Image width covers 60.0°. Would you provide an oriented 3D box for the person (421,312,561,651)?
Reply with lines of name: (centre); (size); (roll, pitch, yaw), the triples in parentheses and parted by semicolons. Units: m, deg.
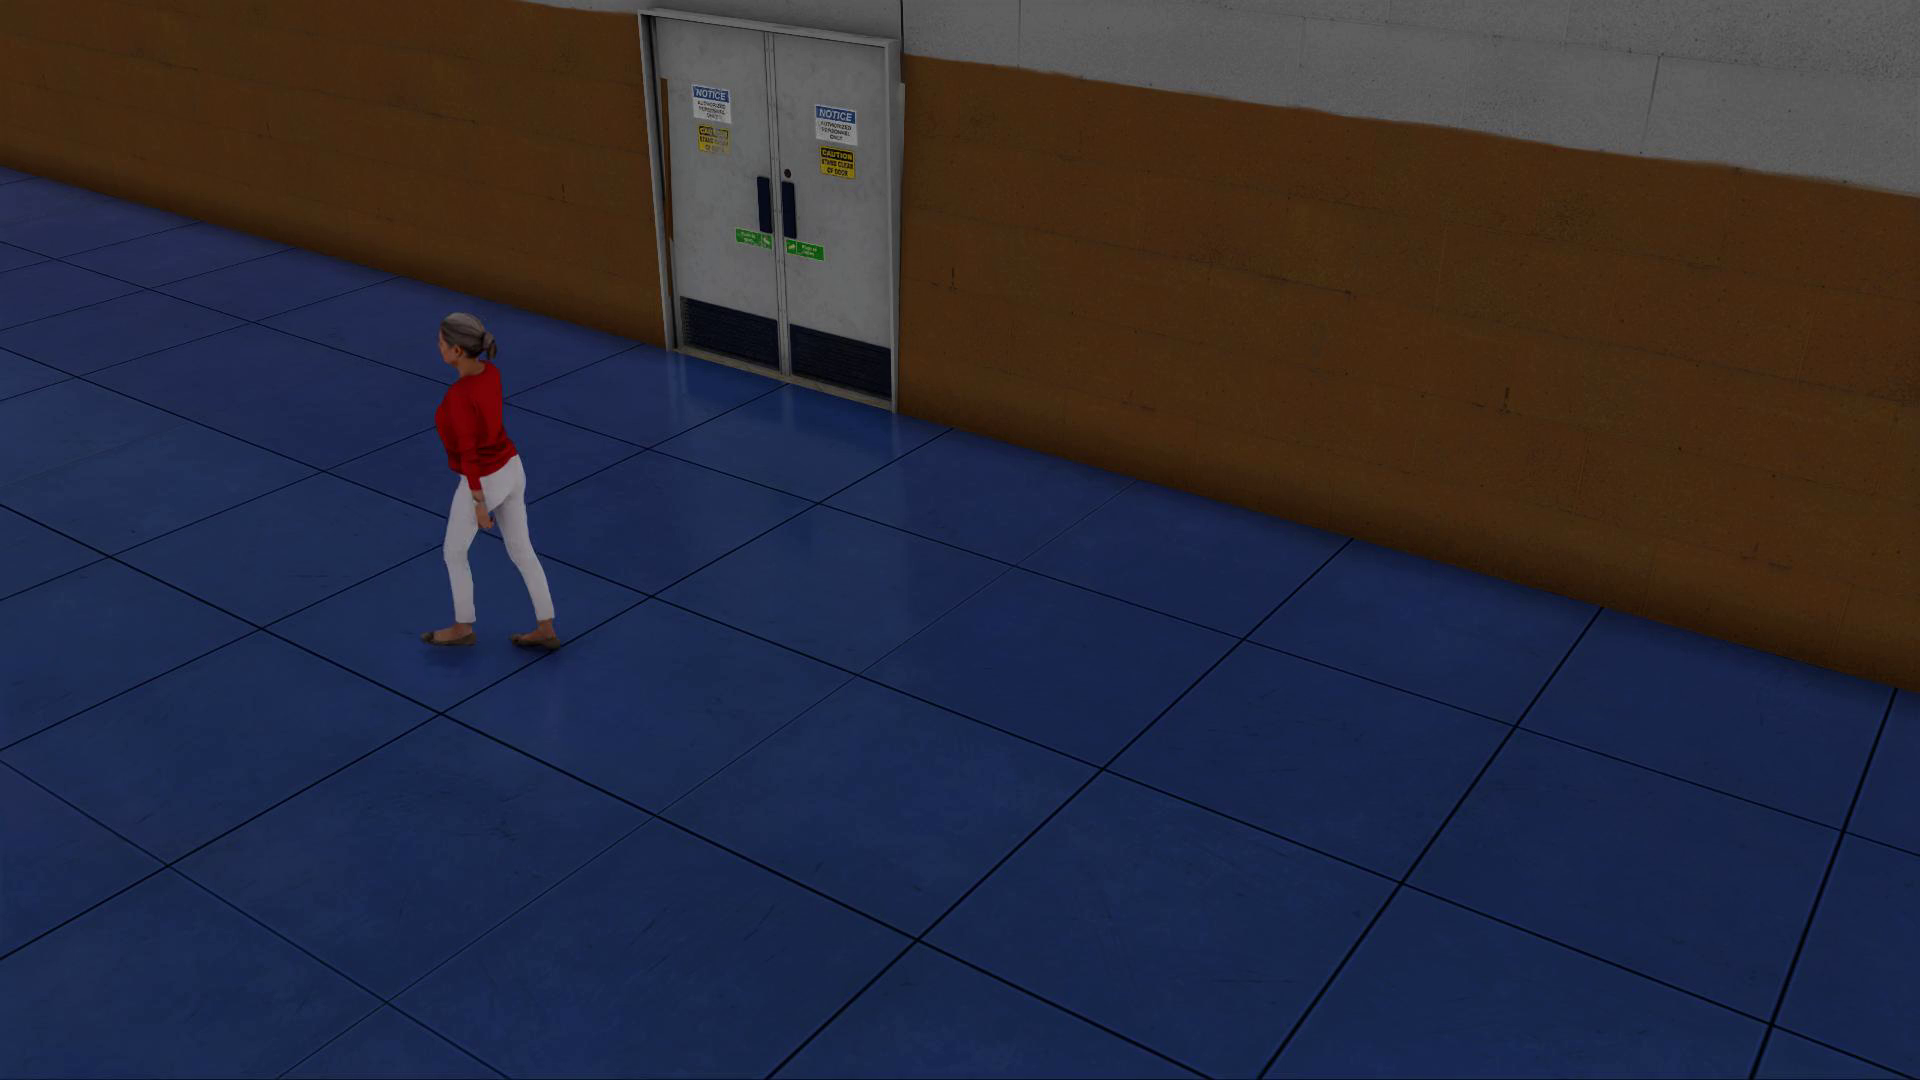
person: (-2.064, -0.226, 7.603); (0.802, 1.673, 0.885); (8, 28, 15)
